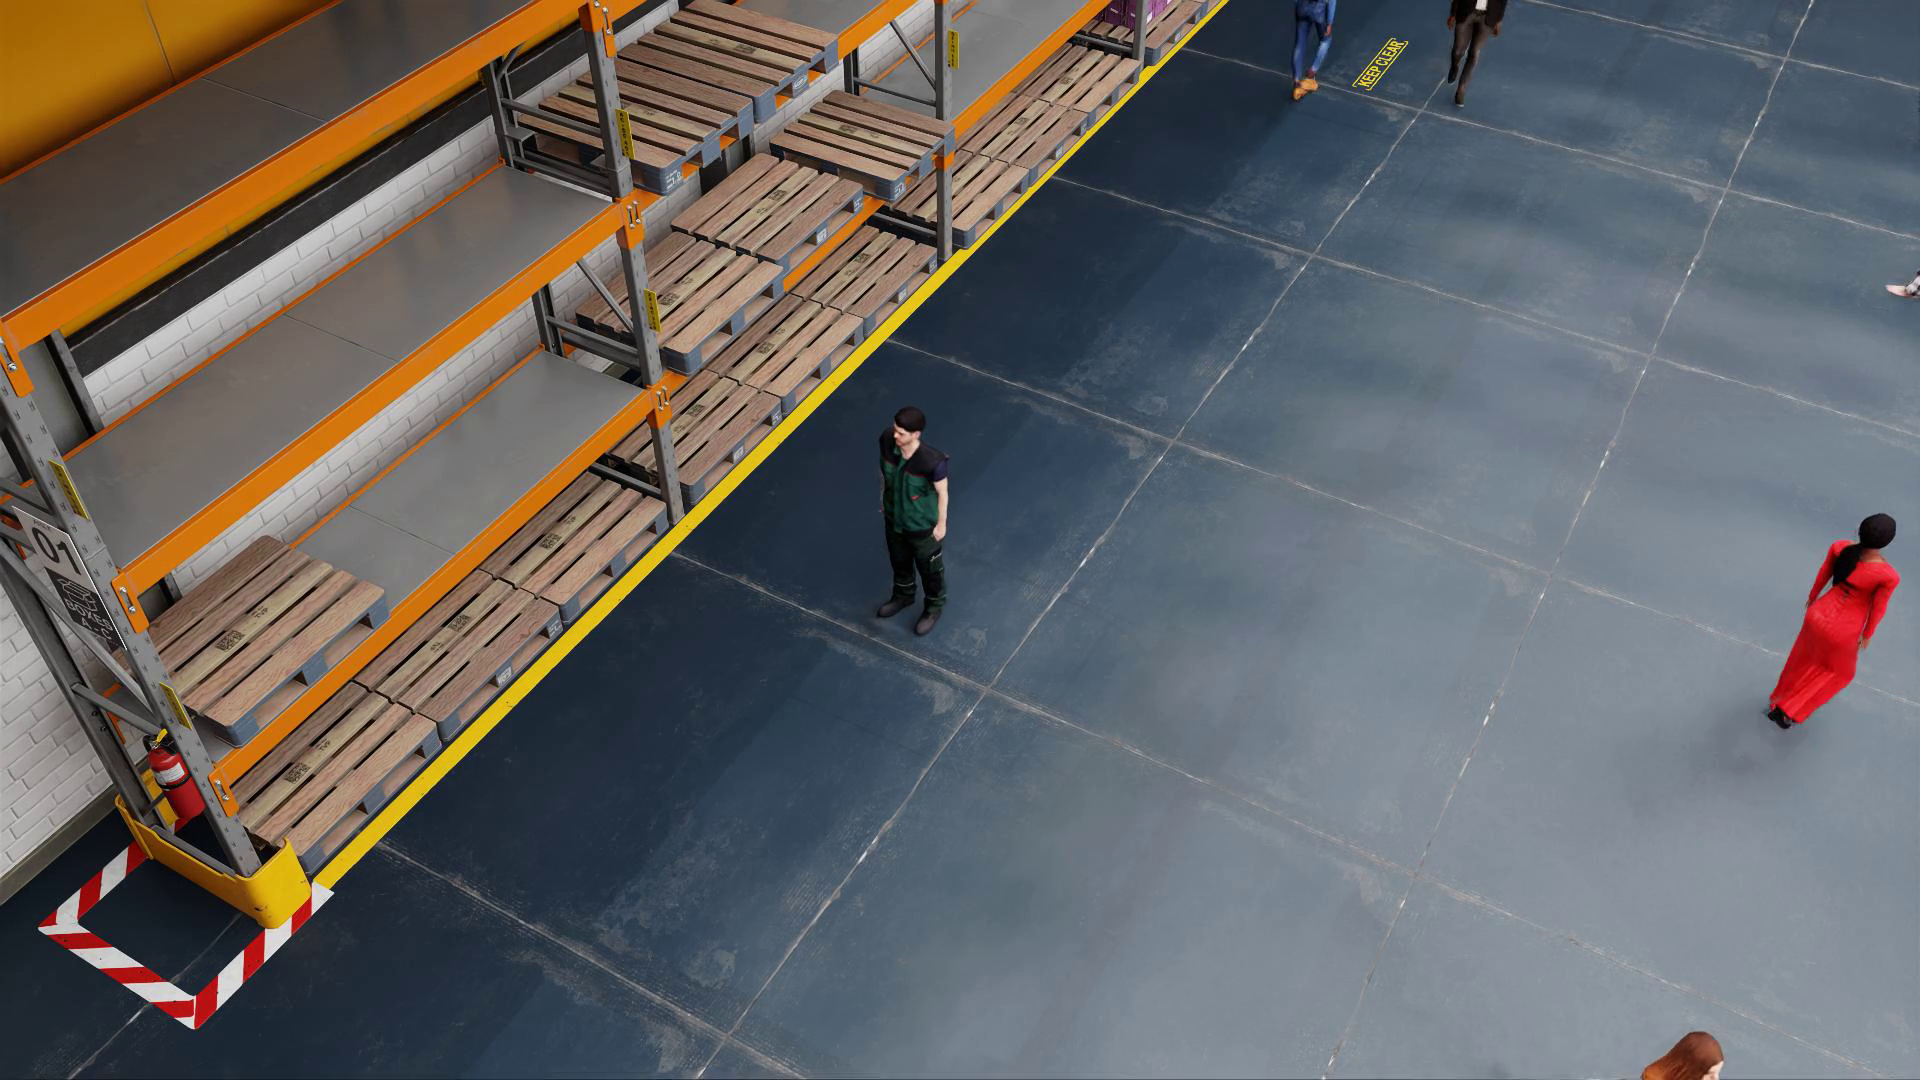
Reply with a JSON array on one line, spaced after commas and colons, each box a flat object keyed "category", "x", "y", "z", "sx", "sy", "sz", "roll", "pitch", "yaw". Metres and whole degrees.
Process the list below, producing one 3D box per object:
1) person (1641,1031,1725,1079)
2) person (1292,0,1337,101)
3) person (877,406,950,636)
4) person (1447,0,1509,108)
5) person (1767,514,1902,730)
[{"category": "person", "x": 3.290, "y": 2.793, "z": 8.151, "sx": 0.991, "sy": 1.691, "sz": 0.966, "roll": -21, "pitch": 48, "yaw": -21}, {"category": "person", "x": 3.453, "y": -5.154, "z": 16.484, "sx": 0.645, "sy": 1.702, "sz": 0.636, "roll": 25, "pitch": 49, "yaw": 24}, {"category": "person", "x": -0.308, "y": -0.157, "z": 11.096, "sx": 0.693, "sy": 1.899, "sz": 0.578, "roll": 25, "pitch": 49, "yaw": 24}, {"category": "person", "x": 5.114, "y": -5.227, "z": 16.496, "sx": 0.836, "sy": 1.792, "sz": 0.923, "roll": 6, "pitch": 44, "yaw": 6}, {"category": "person", "x": 5.441, "y": 0.562, "z": 10.434, "sx": 0.887, "sy": 1.771, "sz": 0.801, "roll": -24, "pitch": 48, "yaw": -23}]
